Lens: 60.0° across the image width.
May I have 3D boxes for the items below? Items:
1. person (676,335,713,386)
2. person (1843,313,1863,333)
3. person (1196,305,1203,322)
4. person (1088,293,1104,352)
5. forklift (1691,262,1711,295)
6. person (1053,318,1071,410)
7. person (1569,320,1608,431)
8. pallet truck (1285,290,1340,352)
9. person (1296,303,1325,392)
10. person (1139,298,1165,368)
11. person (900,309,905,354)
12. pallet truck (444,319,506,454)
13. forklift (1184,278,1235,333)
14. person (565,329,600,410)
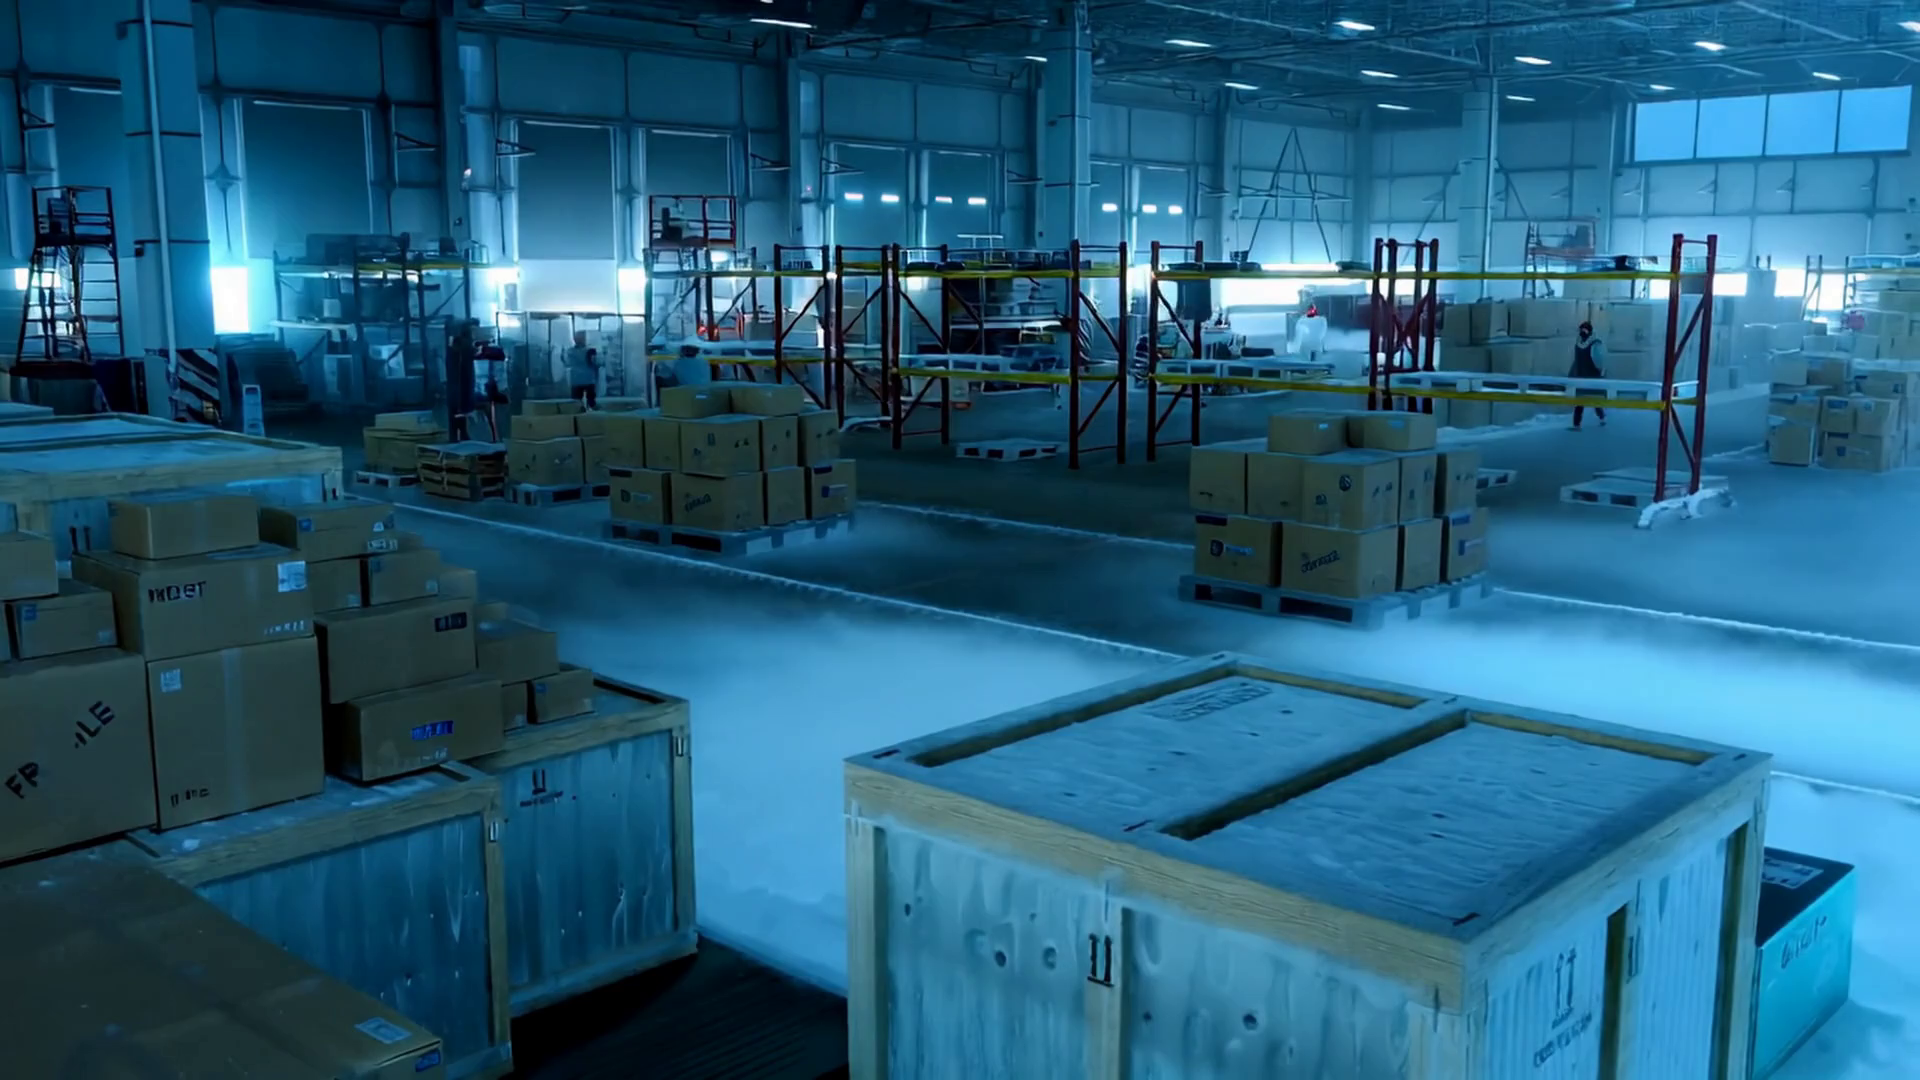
[{"bbox_3d":[-3.665,-2.005,23.344,0.871,1.724,0.536,7,12,37],"label":"person"},{"bbox_3d":[15.350,-2.945,28.606,0.650,1.897,0.604,-9,13,-42],"label":"person"},{"bbox_3d":[6.566,-5.892,46.861,0.651,1.837,0.773,9,13,43],"label":"person"},{"bbox_3d":[4.179,-6.649,51.237,0.552,1.928,0.391,-3,10,-17],"label":"person"},{"bbox_3d":[19.903,-6.087,44.868,1.873,2.768,1.129,3,10,17],"label":"forklift"},{"bbox_3d":[1.990,-3.320,31.395,0.483,1.738,0.320,0,9,1],"label":"person"},{"bbox_3d":[10.349,-2.705,27.364,0.585,1.823,0.546,-5,11,-29],"label":"person"},{"bbox_3d":[11.297,-6.951,52.861,1.885,1.965,0.823,-5,11,-29],"label":"pallet truck"},{"bbox_3d":[7.558,-4.133,35.836,0.647,1.912,0.448,-3,10,-16],"label":"person"},{"bbox_3d":[5.049,-5.358,43.367,0.904,1.902,0.650,1,9,8],"label":"person"},{"bbox_3d":[-1.601,-5.222,43.383,0.312,1.631,0.517,-3,10,-17],"label":"person"},{"bbox_3d":[-6.981,-1.942,22.150,1.885,1.965,0.823,1,9,9],"label":"pallet truck"},{"bbox_3d":[6.700,-6.374,46.624,1.873,2.768,1.129,9,13,43],"label":"forklift"},{"bbox_3d":[-5.995,-2.497,26.461,0.541,1.700,0.316,-2,9,-11],"label":"person"}]
